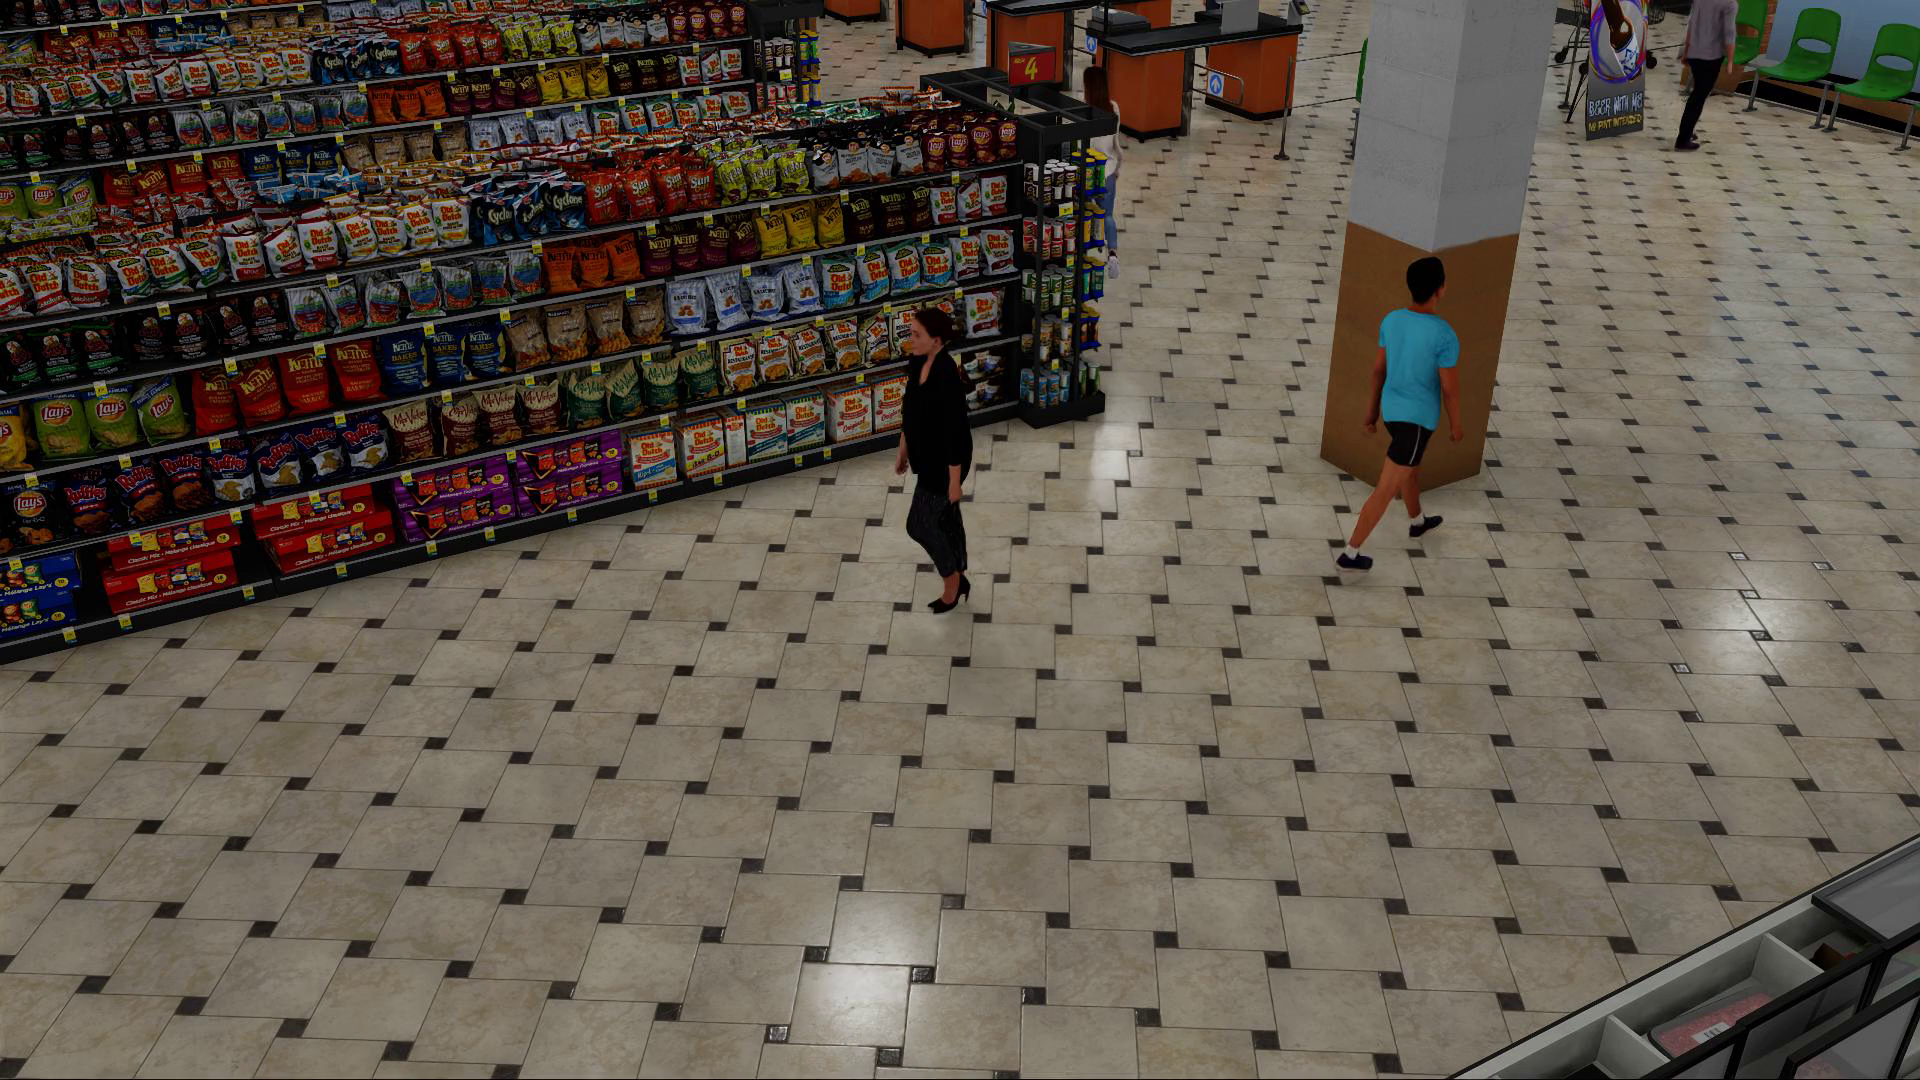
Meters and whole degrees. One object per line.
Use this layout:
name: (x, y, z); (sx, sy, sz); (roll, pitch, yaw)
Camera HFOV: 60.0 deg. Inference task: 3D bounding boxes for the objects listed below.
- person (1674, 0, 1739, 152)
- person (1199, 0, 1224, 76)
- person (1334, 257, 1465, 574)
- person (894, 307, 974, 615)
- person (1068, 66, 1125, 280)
person: (7.276, -4.754, 16.402); (0.702, 1.828, 0.723); (-11, 30, -19)
person: (3.037, -6.298, 19.269); (0.669, 1.791, 0.718); (9, 30, 15)
person: (2.344, -0.601, 8.901); (1.196, 1.727, 0.700); (-19, 34, -31)
person: (-0.020, -0.398, 8.552); (0.674, 1.705, 0.688); (-9, 30, -16)
person: (1.089, -2.840, 13.060); (0.988, 1.672, 0.873); (-6, 29, -11)
